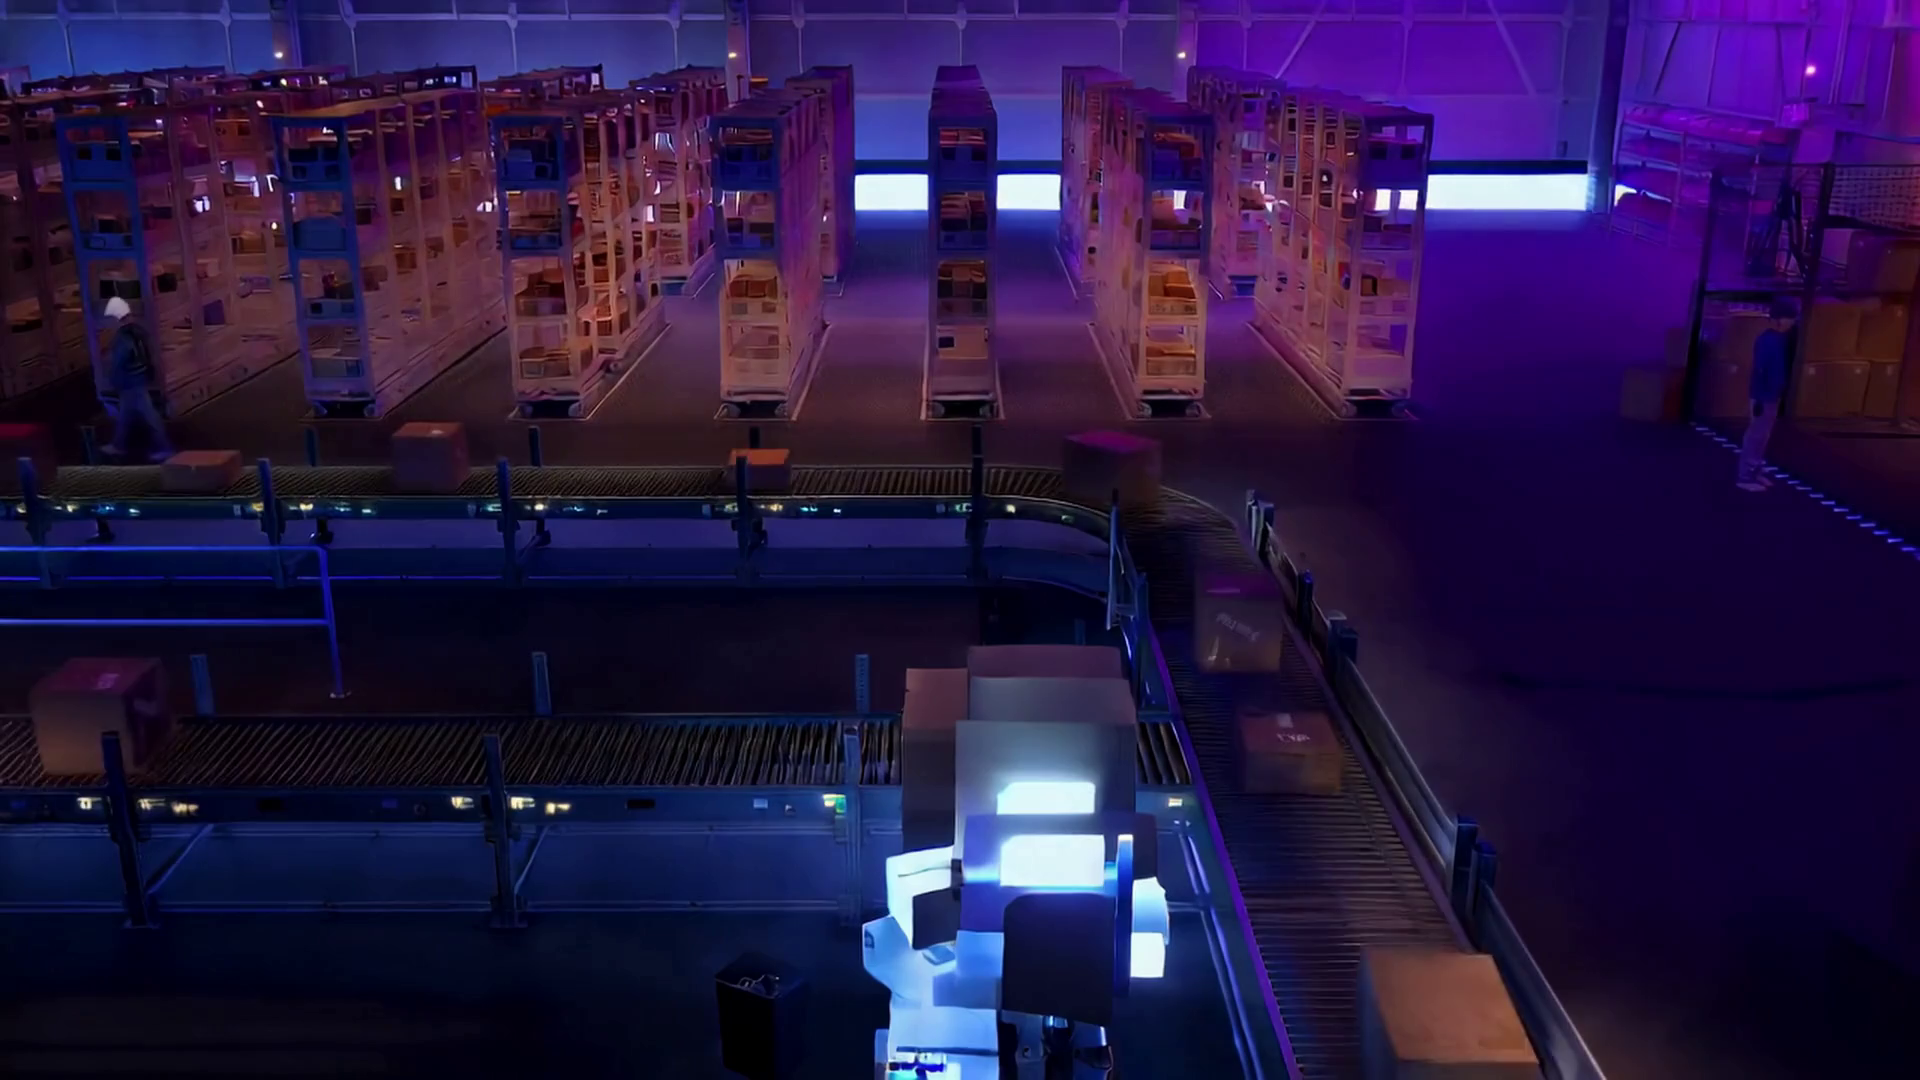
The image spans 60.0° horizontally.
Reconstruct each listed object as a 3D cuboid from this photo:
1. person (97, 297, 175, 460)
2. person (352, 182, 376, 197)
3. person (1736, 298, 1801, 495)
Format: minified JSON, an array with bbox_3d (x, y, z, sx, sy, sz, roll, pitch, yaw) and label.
[{"bbox_3d":[-9.105,-1.740,18.097,0.901,1.786,0.602,-4,19,-14],"label":"person"},{"bbox_3d":[-11.261,-6.157,31.693,0.595,1.801,0.934,-2,18,-6],"label":"person"},{"bbox_3d":[8.228,-1.472,16.943,0.372,1.997,0.621,17,24,42],"label":"person"}]
